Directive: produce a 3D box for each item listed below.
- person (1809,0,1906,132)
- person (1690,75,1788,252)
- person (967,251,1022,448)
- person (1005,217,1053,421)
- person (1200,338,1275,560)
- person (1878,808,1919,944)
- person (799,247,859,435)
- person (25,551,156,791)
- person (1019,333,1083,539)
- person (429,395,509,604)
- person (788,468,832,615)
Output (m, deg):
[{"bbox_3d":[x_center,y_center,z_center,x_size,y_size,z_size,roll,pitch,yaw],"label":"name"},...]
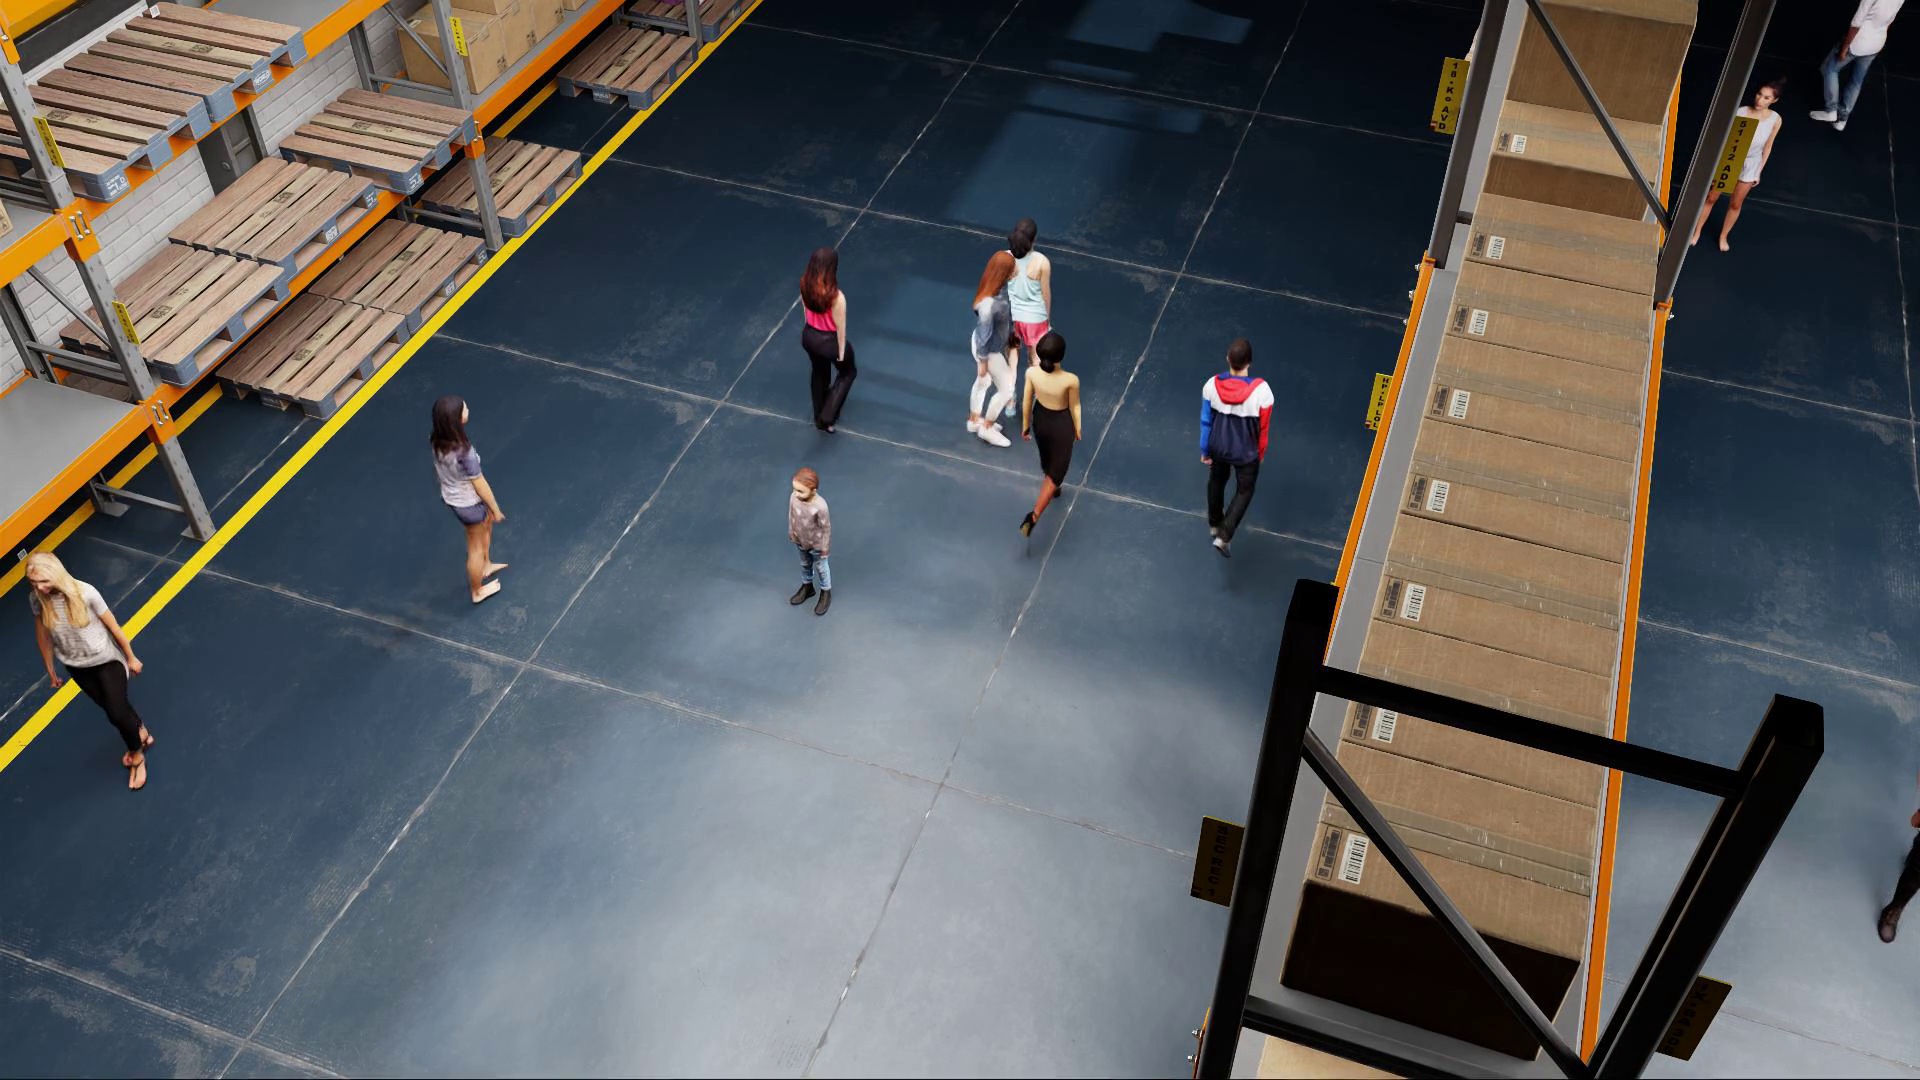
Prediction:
[{"bbox_3d":[8.625,-4.714,15.794,0.777,1.801,0.806,-9,44,-10],"label":"person"},{"bbox_3d":[6.757,-3.267,14.412,0.566,1.612,0.508,15,46,15],"label":"person"},{"bbox_3d":[0.133,-1.437,12.442,0.758,1.680,0.646,3,44,3],"label":"person"},{"bbox_3d":[0.485,-1.679,12.634,0.591,1.765,0.587,11,45,11],"label":"person"},{"bbox_3d":[1.877,-0.595,11.513,0.636,1.741,0.897,14,45,14],"label":"person"},{"bbox_3d":[5.615,1.546,9.350,0.608,1.624,0.977,16,46,17],"label":"person"},{"bbox_3d":[-1.045,-1.437,12.462,0.665,1.651,0.748,24,49,23],"label":"person"},{"bbox_3d":[-5.224,0.692,10.110,0.769,1.813,0.788,2,44,2],"label":"person"},{"bbox_3d":[0.623,-0.718,11.723,0.670,1.630,1.020,21,48,21],"label":"person"},{"bbox_3d":[-3.372,-0.226,11.141,0.718,1.720,0.745,31,52,29],"label":"person"},{"bbox_3d":[-1.010,-0.019,11.305,0.517,1.194,0.511,23,48,22],"label":"person"}]
